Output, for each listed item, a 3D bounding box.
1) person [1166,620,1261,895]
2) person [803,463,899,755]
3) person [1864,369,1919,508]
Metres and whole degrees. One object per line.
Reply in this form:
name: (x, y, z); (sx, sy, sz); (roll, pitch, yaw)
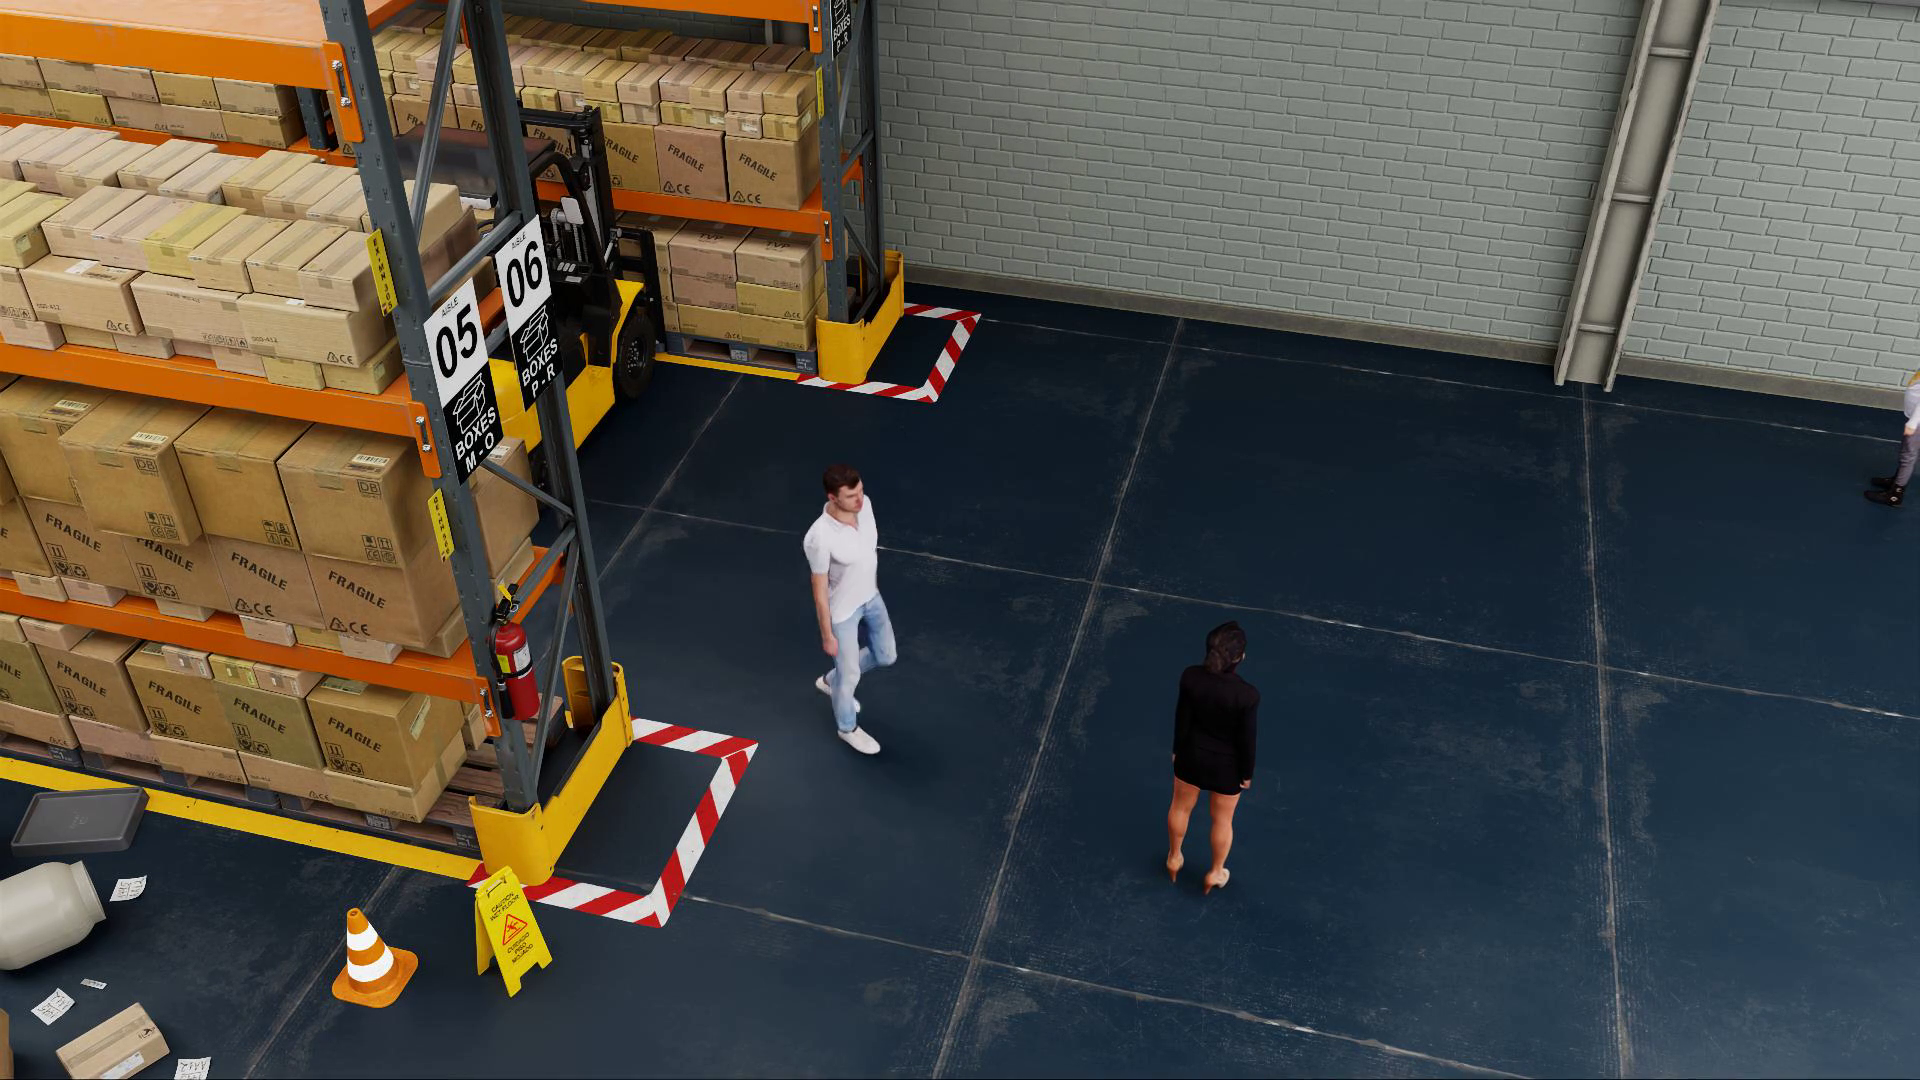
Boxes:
person: (1.202, 1.059, 7.939); (0.588, 1.636, 0.671); (16, 40, 20)
person: (-0.650, 0.329, 8.734); (0.827, 1.836, 0.780); (21, 42, 26)
person: (6.185, -0.801, 10.682); (0.554, 1.277, 0.531); (20, 42, 24)
